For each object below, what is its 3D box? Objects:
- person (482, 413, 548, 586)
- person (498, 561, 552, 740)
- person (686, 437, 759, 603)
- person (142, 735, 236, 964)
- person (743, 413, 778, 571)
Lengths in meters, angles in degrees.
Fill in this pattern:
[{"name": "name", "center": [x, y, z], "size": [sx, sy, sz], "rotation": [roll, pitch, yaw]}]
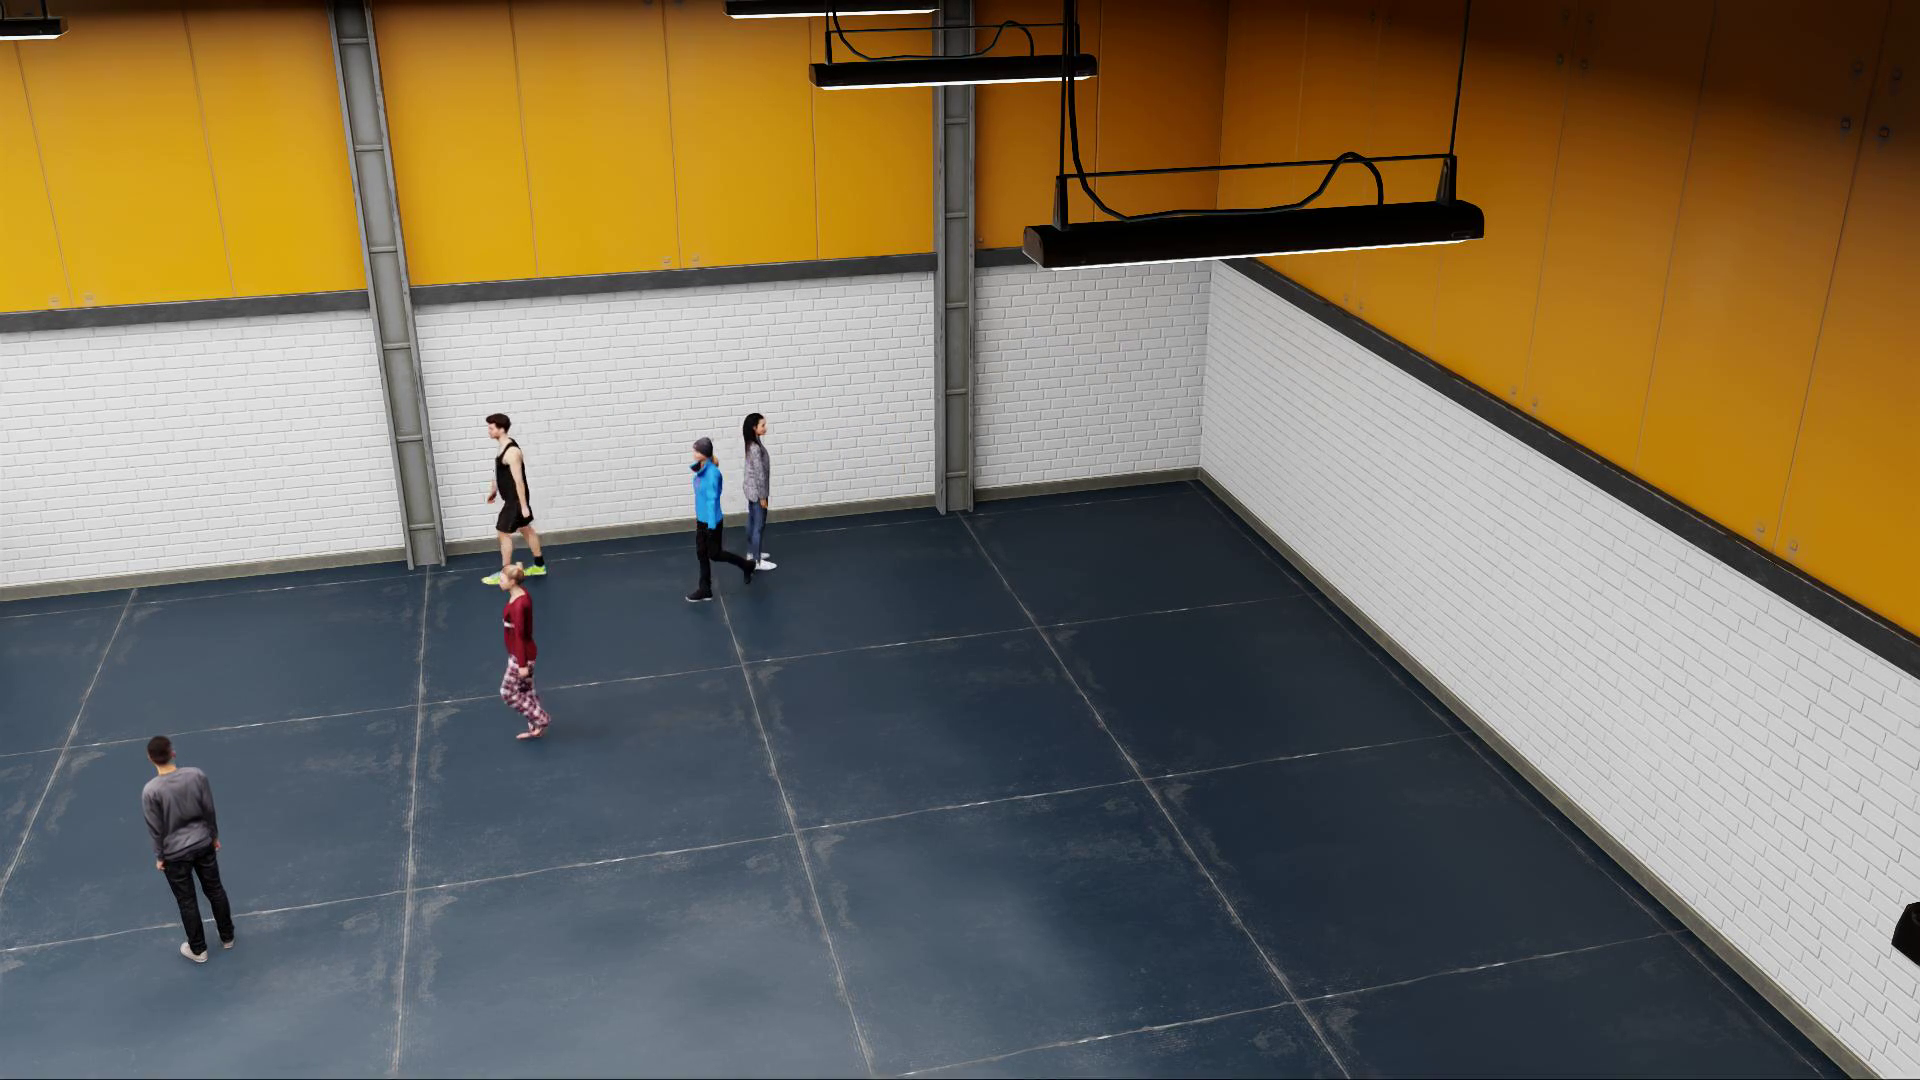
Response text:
[{"name": "person", "center": [-4.620, -0.452, 17.567], "size": [0.945, 1.867, 0.749], "rotation": [-8, 25, -18]}, {"name": "person", "center": [-3.753, 0.980, 14.511], "size": [0.617, 1.692, 0.651], "rotation": [-6, 24, -12]}, {"name": "person", "center": [-2.491, -0.204, 17.112], "size": [1.074, 1.777, 0.757], "rotation": [-11, 26, -23]}, {"name": "person", "center": [-5.451, 2.162, 11.721], "size": [0.756, 1.760, 0.640], "rotation": [21, 31, 39]}, {"name": "person", "center": [-2.198, -0.545, 17.949], "size": [0.534, 1.732, 0.631], "rotation": [-8, 25, -18]}]
